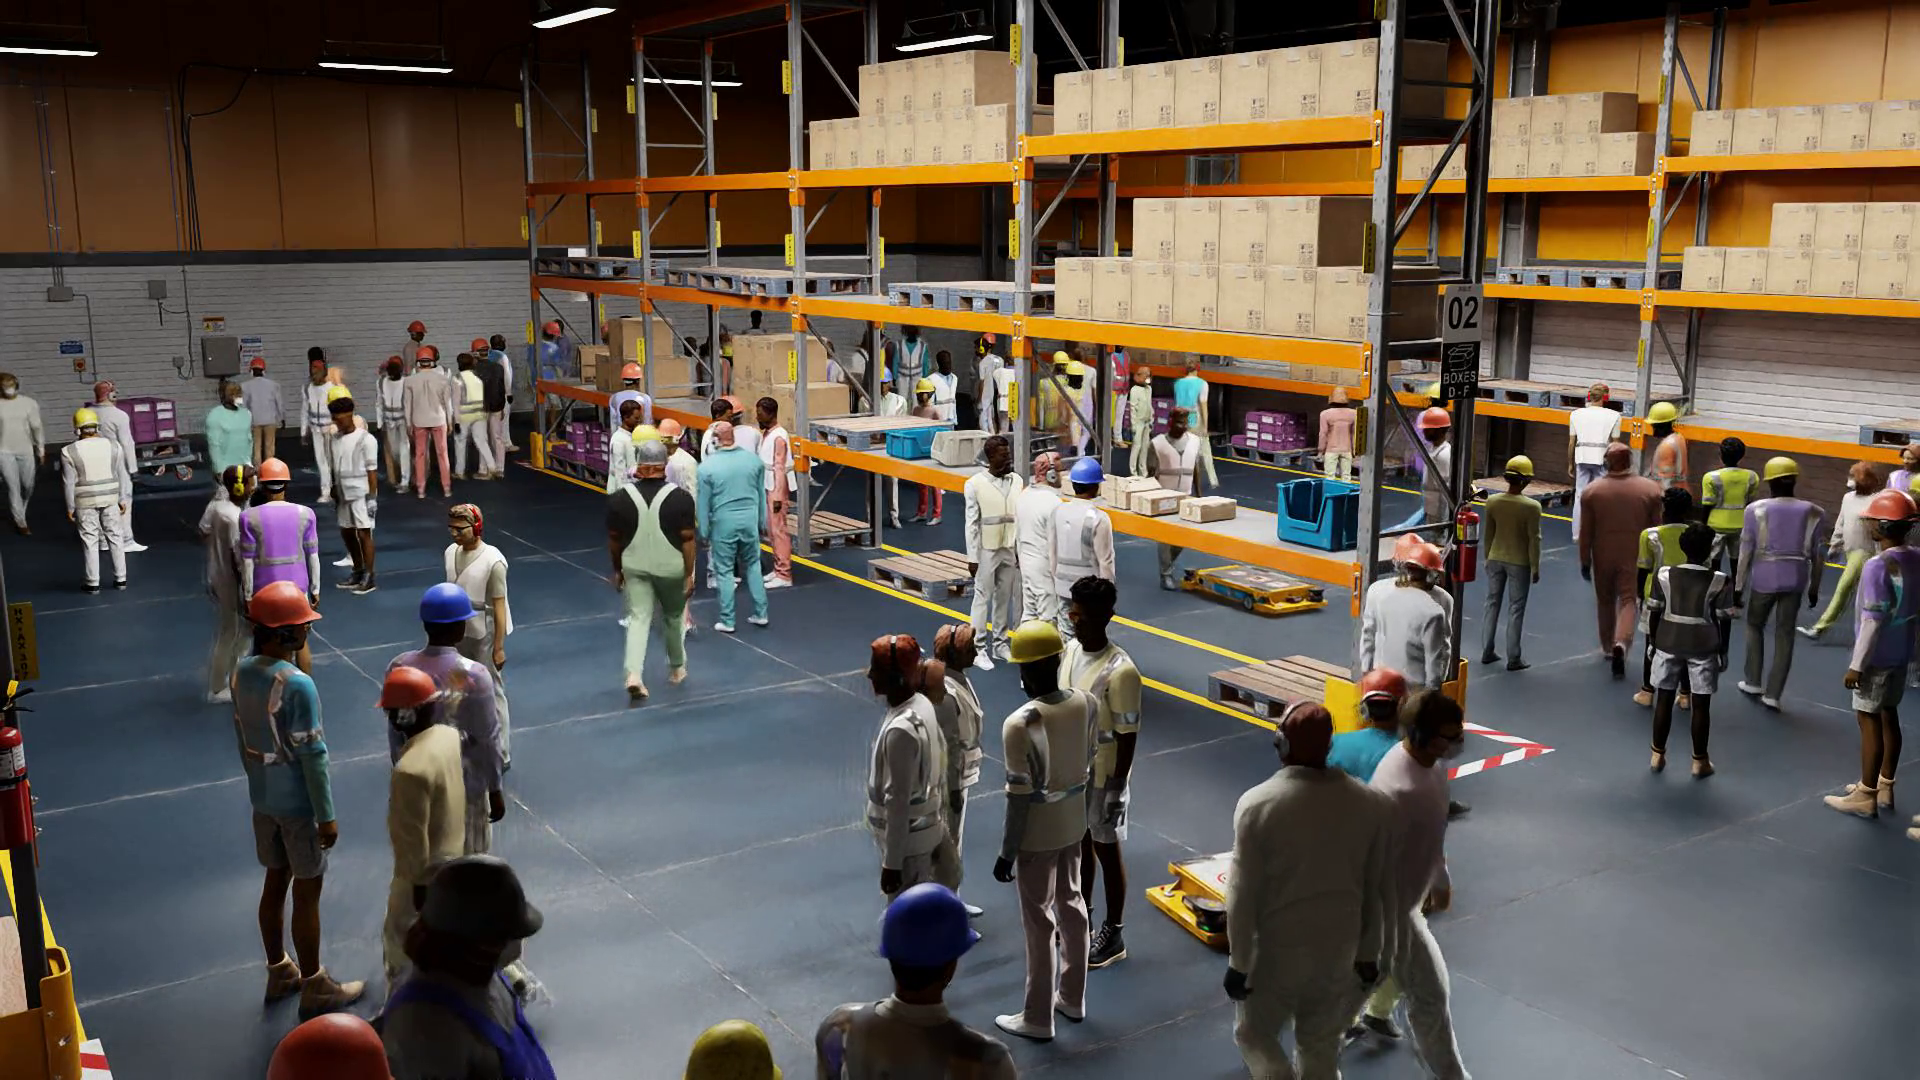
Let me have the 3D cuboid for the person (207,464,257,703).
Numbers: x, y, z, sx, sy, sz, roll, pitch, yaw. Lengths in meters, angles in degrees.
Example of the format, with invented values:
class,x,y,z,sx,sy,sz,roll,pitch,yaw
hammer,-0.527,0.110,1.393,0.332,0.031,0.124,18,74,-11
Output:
class,x,y,z,sx,sy,sz,roll,pitch,yaw
person,-5.539,0.330,12.676,0.563,1.834,0.552,-6,13,-28

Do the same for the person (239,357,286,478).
class,x,y,z,sx,sy,sz,roll,pitch,yaw
person,-9.786,-1.710,23.378,0.572,1.735,0.491,-3,11,-14

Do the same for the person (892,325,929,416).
class,x,y,z,sx,sy,sz,roll,pitch,yaw
person,-0.854,-2.798,28.732,0.639,1.820,0.467,-1,11,-3

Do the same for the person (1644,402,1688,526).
class,x,y,z,sx,sy,sz,roll,pitch,yaw
person,7.006,-0.414,16.345,0.636,1.893,0.634,6,13,29

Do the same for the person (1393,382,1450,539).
class,x,y,z,sx,sy,sz,roll,pitch,yaw
person,5.115,-0.783,18.211,0.693,1.907,0.592,-2,11,-10

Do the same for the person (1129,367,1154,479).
class,x,y,z,sx,sy,sz,roll,pitch,yaw
person,2.525,-1.604,23.133,0.294,1.623,0.505,8,14,36

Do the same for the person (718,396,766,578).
class,x,y,z,sx,sy,sz,roll,pitch,yaw
person,-2.271,-0.519,16.886,0.580,1.898,0.403,-10,15,-41

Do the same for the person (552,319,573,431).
class,x,y,z,sx,sy,sz,roll,pitch,yaw
person,-6.880,-2.854,28.758,0.364,1.932,0.631,-3,11,-14

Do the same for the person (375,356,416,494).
class,x,y,z,sx,sy,sz,roll,pitch,yaw
person,-7.511,-1.565,22.366,0.602,1.854,0.671,2,11,10

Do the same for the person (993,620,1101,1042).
class,x,y,z,sx,sy,sz,roll,pitch,yaw
person,0.375,1.303,7.498,0.381,1.918,0.585,10,15,43

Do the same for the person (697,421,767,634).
class,x,y,z,sx,sy,sz,roll,pitch,yaw
person,-2.039,-0.118,14.858,0.656,1.888,0.407,-6,13,-30

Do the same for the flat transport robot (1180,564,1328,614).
class,x,y,z,sx,sy,sz,roll,pitch,yaw
flat transport robot,2.822,0.454,16.070,0.652,0.197,1.431,-6,13,-30

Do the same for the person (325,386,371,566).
class,x,y,z,sx,sy,sz,roll,pitch,yaw
person,-6.488,-0.677,17.623,0.372,1.922,0.585,2,11,10

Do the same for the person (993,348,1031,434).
class,x,y,z,sx,sy,sz,roll,pitch,yaw
person,0.730,-1.813,23.667,0.561,1.836,0.394,4,12,19

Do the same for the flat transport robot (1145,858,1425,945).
class,x,y,z,sx,sy,sz,roll,pitch,yaw
flat transport robot,1.780,1.849,8.931,1.431,0.197,0.652,-5,12,-23

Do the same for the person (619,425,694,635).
class,x,y,z,sx,sy,sz,roll,pitch,yaw
person,-2.706,-0.072,14.643,0.966,1.886,0.603,7,13,32

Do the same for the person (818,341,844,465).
class,x,y,z,sx,sy,sz,roll,pitch,yaw
person,-1.958,-2.038,24.788,0.507,1.846,0.345,1,11,7

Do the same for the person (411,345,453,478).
class,x,y,z,sx,sy,sz,roll,pitch,yaw
person,-7.453,-1.816,23.549,0.574,1.885,0.355,-7,13,-30

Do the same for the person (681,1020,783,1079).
class,x,y,z,sx,sy,sz,roll,pitch,yaw
person,-0.590,2.038,4.225,0.489,1.730,0.324,8,14,36

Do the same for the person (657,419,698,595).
class,x,y,z,sx,sy,sz,roll,pitch,yaw
person,-2.789,-0.307,16.156,0.565,1.752,0.338,9,14,39

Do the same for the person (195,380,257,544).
class,x,y,z,sx,sy,sz,roll,pitch,yaw
person,-8.132,-0.825,18.430,0.879,1.914,0.638,6,12,27

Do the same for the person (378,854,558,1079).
class,x,y,z,sx,sy,sz,roll,pitch,yaw
person,-1.327,1.781,4.739,0.980,2.000,0.776,-3,11,-14

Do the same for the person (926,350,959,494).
class,x,y,z,sx,sy,sz,roll,pitch,yaw
person,-0.239,-1.582,22.262,0.378,1.917,0.597,8,14,36

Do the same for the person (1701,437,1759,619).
class,x,y,z,sx,sy,sz,roll,pitch,yaw
person,7.027,-0.104,15.259,0.533,1.699,0.318,-1,11,-5

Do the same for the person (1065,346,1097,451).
class,x,y,z,sx,sy,sz,roll,pitch,yaw
person,1.739,-1.898,24.136,0.524,1.823,0.726,5,12,23

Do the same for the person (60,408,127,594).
class,x,y,z,sx,sy,sz,roll,pitch,yaw
person,-8.501,-0.383,16.347,0.404,1.832,0.589,10,15,41

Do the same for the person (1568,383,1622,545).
class,x,y,z,sx,sy,sz,roll,pitch,yaw
person,7.090,-0.831,18.624,0.562,1.838,0.390,7,13,33

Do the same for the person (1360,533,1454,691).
class,x,y,z,sx,sy,sz,roll,pitch,yaw
person,2.769,0.817,10.397,0.563,1.755,0.318,6,13,28

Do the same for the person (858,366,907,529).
class,x,y,z,sx,sy,sz,roll,pitch,yaw
person,-0.913,-1.088,19.656,0.605,1.948,0.391,-2,11,-12

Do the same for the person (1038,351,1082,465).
class,x,y,z,sx,sy,sz,roll,pitch,yaw
person,1.325,-1.541,22.068,0.582,1.919,0.398,0,11,1

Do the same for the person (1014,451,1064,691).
class,x,y,z,sx,sy,sz,roll,pitch,yaw
person,0.678,0.268,12.821,0.404,1.911,0.636,-5,12,-25

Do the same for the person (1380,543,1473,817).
class,x,y,z,sx,sy,sz,roll,pitch,yaw
person,2.848,0.871,10.206,0.761,1.712,0.589,-5,12,-22

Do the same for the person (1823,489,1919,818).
class,x,y,z,sx,sy,sz,roll,pitch,yaw
person,5.671,0.697,10.281,0.607,2.044,0.376,-8,14,-37

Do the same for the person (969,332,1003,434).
class,x,y,z,sx,sy,sz,roll,pitch,yaw
person,0.414,-2.214,25.474,0.546,1.929,0.386,4,12,18

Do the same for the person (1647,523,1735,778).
class,x,y,z,sx,sy,sz,roll,pitch,yaw
person,4.824,0.724,11.021,0.539,1.698,0.319,8,13,35

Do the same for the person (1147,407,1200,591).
class,x,y,z,sx,sy,sz,roll,pitch,yaw
person,2.121,-0.432,16.602,0.611,1.827,0.506,-5,12,-23

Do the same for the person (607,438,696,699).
class,x,y,z,sx,sy,sz,roll,pitch,yaw
person,-2.379,0.190,12.877,0.689,2.000,0.960,0,11,1

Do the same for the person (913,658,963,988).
class,x,y,z,sx,sy,sz,roll,pitch,yaw
person,-0.177,1.360,7.954,0.361,1.627,0.530,2,11,10

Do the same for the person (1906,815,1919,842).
class,x,y,z,sx,sy,sz,roll,pitch,yaw
person,5.884,0.893,9.814,0.346,1.838,0.500,8,14,37

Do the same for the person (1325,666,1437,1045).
class,x,y,z,sx,sy,sz,roll,pitch,yaw
person,1.855,1.420,7.399,0.440,1.715,0.620,-11,15,-43

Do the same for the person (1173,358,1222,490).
class,x,y,z,sx,sy,sz,roll,pitch,yaw
person,3.163,-1.549,22.433,0.704,1.796,0.610,-10,15,-42

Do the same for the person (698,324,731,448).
class,x,y,z,sx,sy,sz,roll,pitch,yaw
person,-3.874,-2.428,26.277,0.854,2.000,0.697,-2,11,-9

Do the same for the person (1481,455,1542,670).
class,x,y,z,sx,sy,sz,roll,pitch,yaw
person,4.527,0.184,13.643,0.339,1.761,0.524,-8,14,-36

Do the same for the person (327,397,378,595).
class,x,y,z,sx,sy,sz,roll,pitch,yaw
person,-5.987,-0.440,16.369,0.618,1.946,0.432,6,13,28

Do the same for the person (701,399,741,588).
class,x,y,z,sx,sy,sz,roll,pitch,yaw
person,-2.416,-0.459,16.551,0.399,1.907,0.601,-1,11,-5
